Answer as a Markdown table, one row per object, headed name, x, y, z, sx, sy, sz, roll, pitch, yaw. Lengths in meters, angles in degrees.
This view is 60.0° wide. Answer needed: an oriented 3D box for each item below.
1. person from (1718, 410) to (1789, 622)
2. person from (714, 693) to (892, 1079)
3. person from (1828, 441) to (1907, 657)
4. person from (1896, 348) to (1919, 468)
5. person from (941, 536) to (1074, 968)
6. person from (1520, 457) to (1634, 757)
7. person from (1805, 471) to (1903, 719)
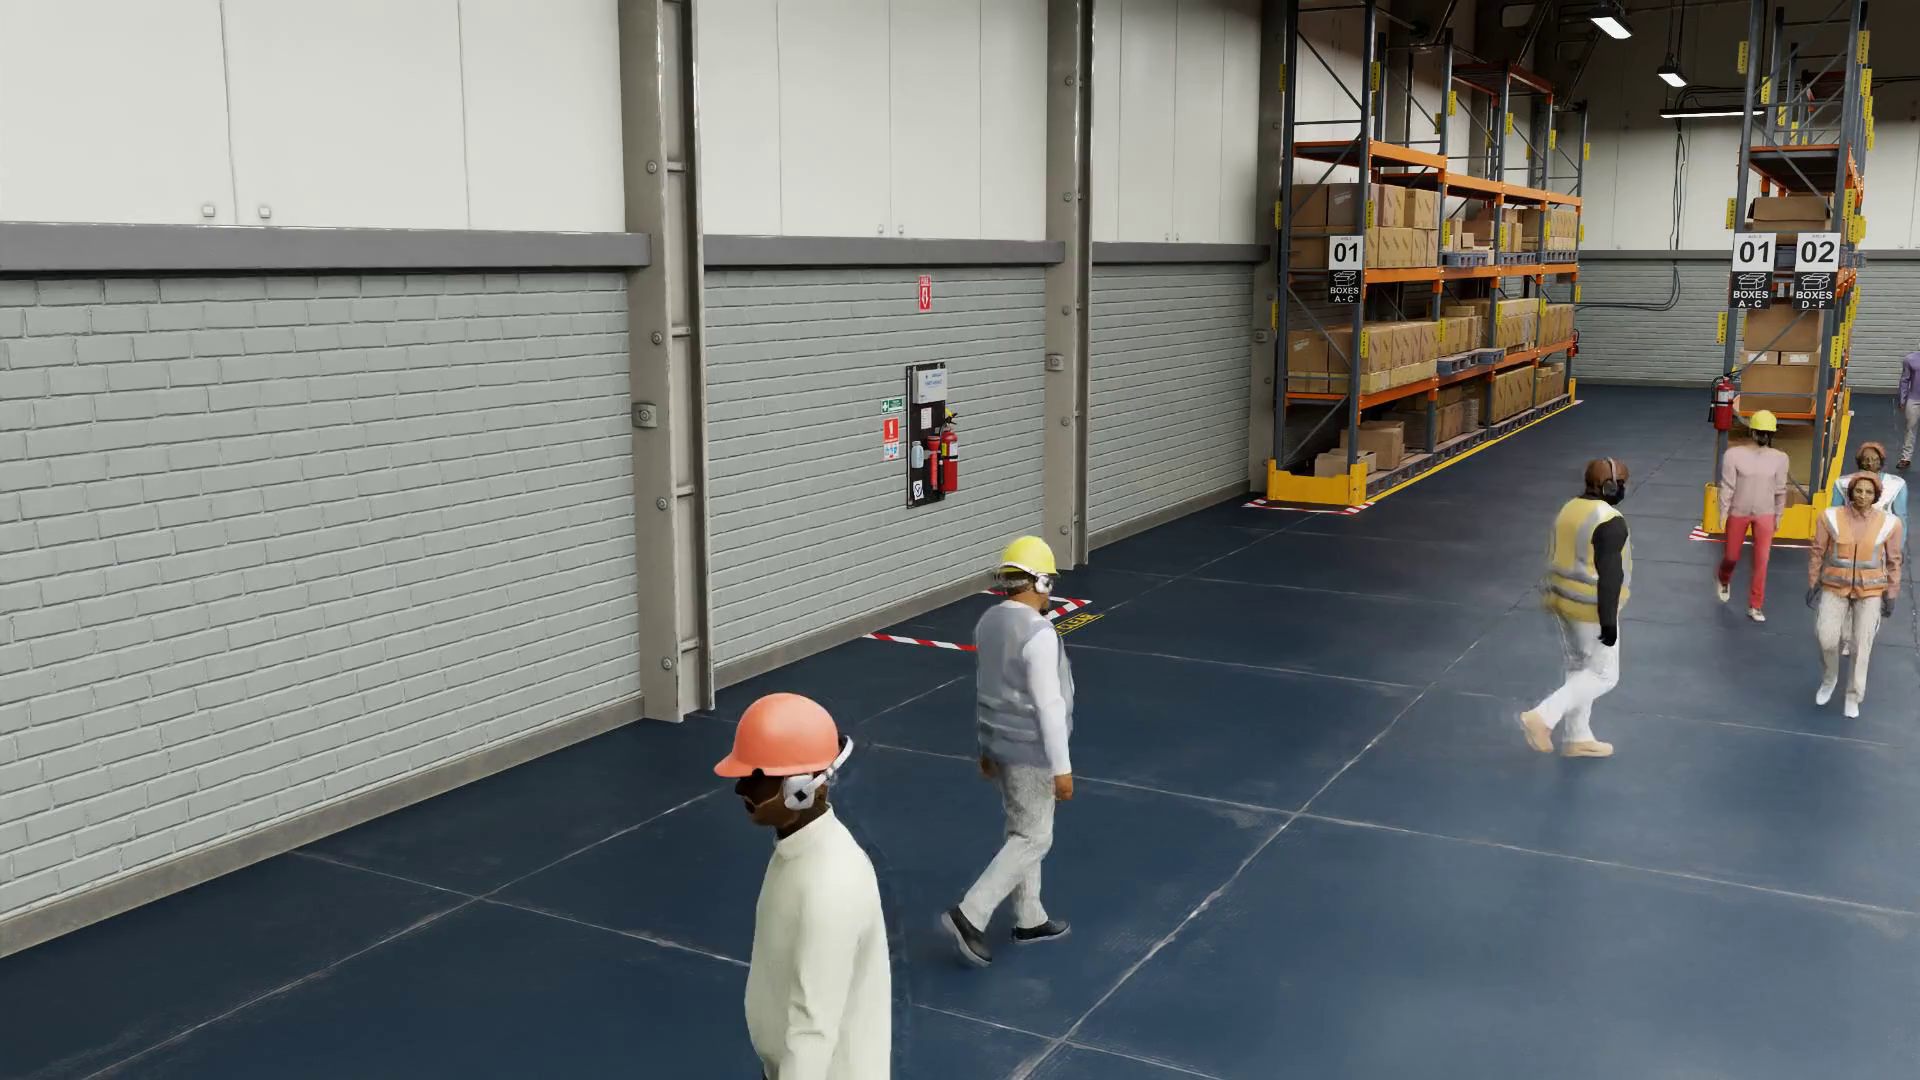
| name | x | y | z | sx | sy | sz | roll | pitch | yaw |
| --- | --- | --- | --- | --- | --- | --- | --- | --- | --- |
| person | 6.584 | -0.234 | 13.871 | 0.531 | 1.741 | 0.693 | 2 | 10 | 14 |
| person | -0.411 | 1.334 | 4.115 | 1.027 | 1.938 | 0.629 | -3 | 10 | -17 |
| person | 6.828 | 0.050 | 12.542 | 0.528 | 1.623 | 0.549 | 6 | 11 | 30 |
| person | 13.520 | -1.947 | 23.342 | 0.636 | 1.936 | 0.355 | 9 | 13 | 41 |
| person | 0.186 | 0.905 | 7.103 | 0.683 | 1.787 | 0.643 | -4 | 11 | -24 |
| person | 3.643 | 0.421 | 9.817 | 0.576 | 1.822 | 0.640 | -1 | 10 | -4 |
| person | 5.791 | 0.352 | 10.793 | 0.542 | 1.619 | 0.357 | 5 | 11 | 28 |
